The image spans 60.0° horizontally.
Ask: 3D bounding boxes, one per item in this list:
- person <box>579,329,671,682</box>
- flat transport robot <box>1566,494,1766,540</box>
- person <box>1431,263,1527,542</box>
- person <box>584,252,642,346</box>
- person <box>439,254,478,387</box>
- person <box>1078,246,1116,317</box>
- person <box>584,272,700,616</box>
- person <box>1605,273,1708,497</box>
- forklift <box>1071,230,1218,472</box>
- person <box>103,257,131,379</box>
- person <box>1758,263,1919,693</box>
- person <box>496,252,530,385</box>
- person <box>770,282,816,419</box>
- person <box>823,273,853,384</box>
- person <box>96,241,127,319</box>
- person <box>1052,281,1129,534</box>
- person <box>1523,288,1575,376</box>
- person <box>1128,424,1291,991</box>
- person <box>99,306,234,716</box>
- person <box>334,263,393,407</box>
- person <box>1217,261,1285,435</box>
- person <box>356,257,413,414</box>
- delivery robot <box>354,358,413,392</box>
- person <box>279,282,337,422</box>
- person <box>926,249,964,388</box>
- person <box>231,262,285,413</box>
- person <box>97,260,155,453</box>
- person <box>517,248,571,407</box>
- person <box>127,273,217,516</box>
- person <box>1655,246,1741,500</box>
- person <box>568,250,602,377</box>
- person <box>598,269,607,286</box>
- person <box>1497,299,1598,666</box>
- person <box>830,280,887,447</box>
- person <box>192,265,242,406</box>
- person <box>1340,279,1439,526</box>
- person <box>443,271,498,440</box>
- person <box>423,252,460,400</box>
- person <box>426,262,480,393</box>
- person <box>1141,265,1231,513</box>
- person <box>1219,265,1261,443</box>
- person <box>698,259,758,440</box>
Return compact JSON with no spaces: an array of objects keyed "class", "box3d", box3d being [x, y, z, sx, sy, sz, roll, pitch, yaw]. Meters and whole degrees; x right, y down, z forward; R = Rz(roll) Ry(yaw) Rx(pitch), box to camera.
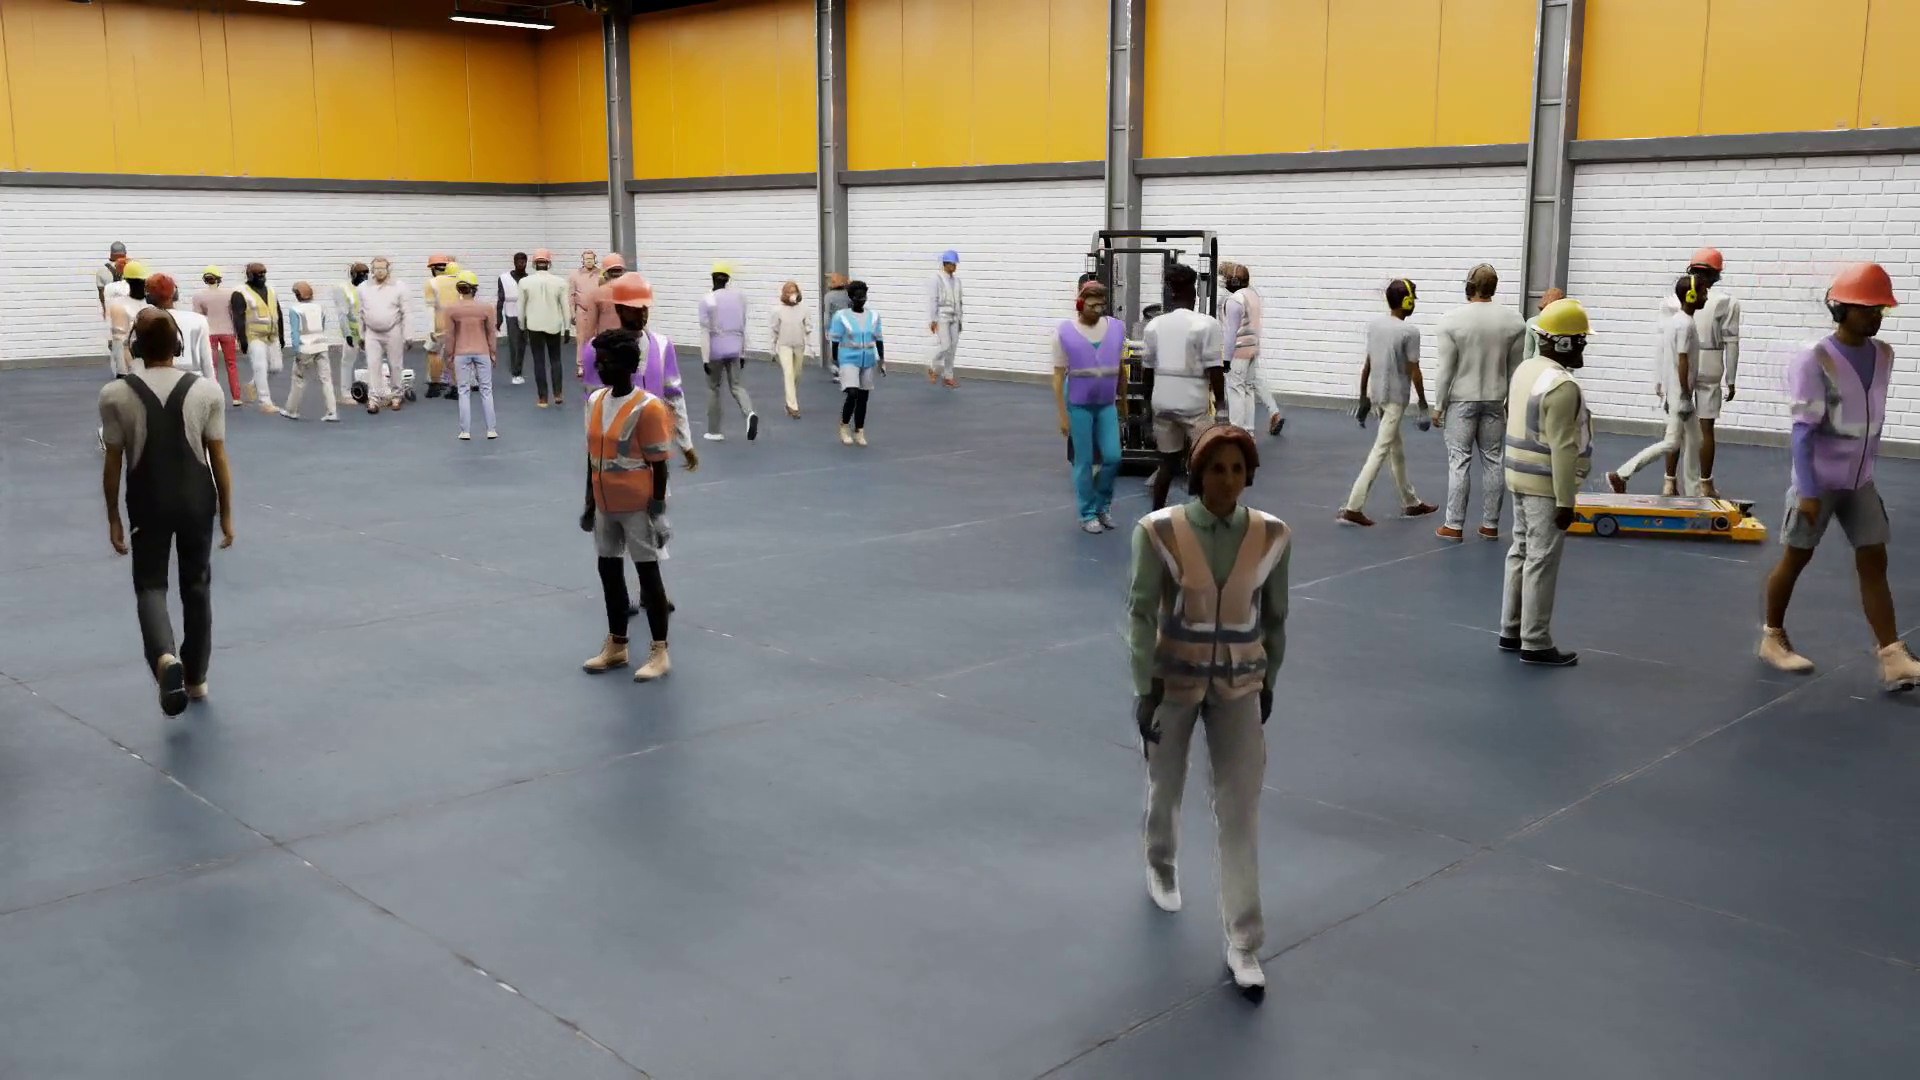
[{"class":"person","box3d":[-1.614,-0.163,7.995,0.563,1.687,0.369,8,13,38]},{"class":"flat transport robot","box3d":[4.966,-0.183,11.972,1.431,0.197,0.652,3,11,15]},{"class":"person","box3d":[3.594,-0.947,11.585,0.635,1.939,0.366,-1,10,-5]},{"class":"person","box3d":[-3.624,-2.061,17.620,0.607,1.964,0.943,-9,13,-39]},{"class":"person","box3d":[-7.079,-3.059,23.276,0.914,1.876,0.647,3,11,18]},{"class":"person","box3d":[1.812,-2.837,21.739,0.612,1.994,0.394,-7,12,-34]},{"class":"person","box3d":[-1.803,-0.537,9.377,0.564,1.931,0.419,-9,14,-41]},{"class":"person","box3d":[5.543,-1.148,12.932,0.841,1.844,0.520,4,11,20]},{"class":"forklift","box3d":[1.804,-1.825,15.677,1.214,2.155,2.313,2,11,13]},{"class":"person","box3d":[-10.059,-2.472,20.105,0.599,1.862,0.603,8,13,38]},{"class":"person","box3d":[4.179,-0.277,7.774,0.641,1.992,1.013,-4,11,-19]},{"class":"person","box3d":[-6.243,-3.136,23.677,0.609,1.876,0.906,-7,12,-32]},{"class":"person","box3d":[-2.000,-2.256,19.656,0.499,1.593,0.832,-5,12,-25]},{"class":"person","box3d":[-1.687,-2.999,23.700,0.502,1.612,0.688,-9,14,-40]},{"class":"person","box3d":[-13.171,-3.679,26.207,0.683,2.000,0.538,-3,11,-17]},{"class":"person","box3d":[0.938,-0.934,11.854,0.613,1.809,0.485,-3,11,-18]},{"class":"person","box3d":[5.653,-1.598,15.968,0.503,1.633,0.280,9,14,41]},{"class":"person","box3d":[0.733,0.441,4.967,0.506,1.593,0.882,-1,10,-3]},{"class":"person","box3d":[-3.501,-0.116,7.386,0.511,1.827,0.722,-5,12,-28]},{"class":"person","box3d":[-7.460,-2.551,20.749,0.976,1.791,0.627,8,13,39]},{"class":"person","box3d":[3.016,-2.038,17.748,0.996,1.875,0.686,6,12,32]},{"class":"person","box3d":[-6.951,-2.469,20.069,0.669,1.869,0.824,-1,10,-7]},{"class":"delivery robot","box3d":[-7.370,-2.081,21.288,0.707,0.478,0.477,3,11,15]},{"class":"person","box3d":[-7.513,-2.155,19.104,0.826,1.591,0.519,6,12,30]},{"class":"person","box3d":[-0.183,-3.096,23.316,0.454,1.931,0.625,10,14,44]},{"class":"person","box3d":[-8.506,-2.443,20.085,0.606,1.817,0.656,5,12,27]},{"class":"person","box3d":[-7.743,-1.669,15.620,0.744,1.907,0.592,2,11,12]},{"class":"person","box3d":[-5.221,-2.661,20.843,0.633,1.966,0.682,-4,11,-20]},{"class":"person","box3d":[-5.823,-1.049,12.369,0.585,1.860,0.740,-7,13,-34]},{"class":"person","box3d":[5.935,-1.332,13.400,0.615,2.040,0.391,7,12,34]},{"class":"person","box3d":[-5.584,-3.419,25.154,0.638,1.909,0.408,-3,11,-17]},{"class":"person","box3d":[-4.361,-2.540,20.806,0.295,1.744,0.484,5,11,25]},{"class":"person","box3d":[2.922,-0.279,8.271,0.403,1.827,0.595,0,10,-1]},{"class":"person","box3d":[-1.029,-1.763,16.724,0.546,1.678,0.404,-6,12,-31]},{"class":"person","box3d":[-9.246,-2.532,20.720,0.523,1.762,0.328,-5,12,-26]},{"class":"person","box3d":[3.206,-1.014,12.292,0.998,1.819,0.555,-5,12,-26]},{"class":"person","box3d":[-5.110,-1.923,17.387,0.526,1.765,0.329,-3,11,-18]},{"class":"person","box3d":[-6.762,-2.783,21.665,0.537,1.907,0.678,-10,14,-44]},{"class":"person","box3d":[-6.882,-2.873,22.551,0.962,1.780,0.597,1,10,7]},{"class":"person","box3d":[1.581,-0.945,11.639,0.721,1.931,0.450,10,14,44]},{"class":"person","box3d":[2.830,-1.874,16.951,0.432,1.836,0.618,6,12,29]},{"class":"person","box3d":[-2.396,-1.938,17.126,0.585,1.894,0.800,-8,13,-36]}]
